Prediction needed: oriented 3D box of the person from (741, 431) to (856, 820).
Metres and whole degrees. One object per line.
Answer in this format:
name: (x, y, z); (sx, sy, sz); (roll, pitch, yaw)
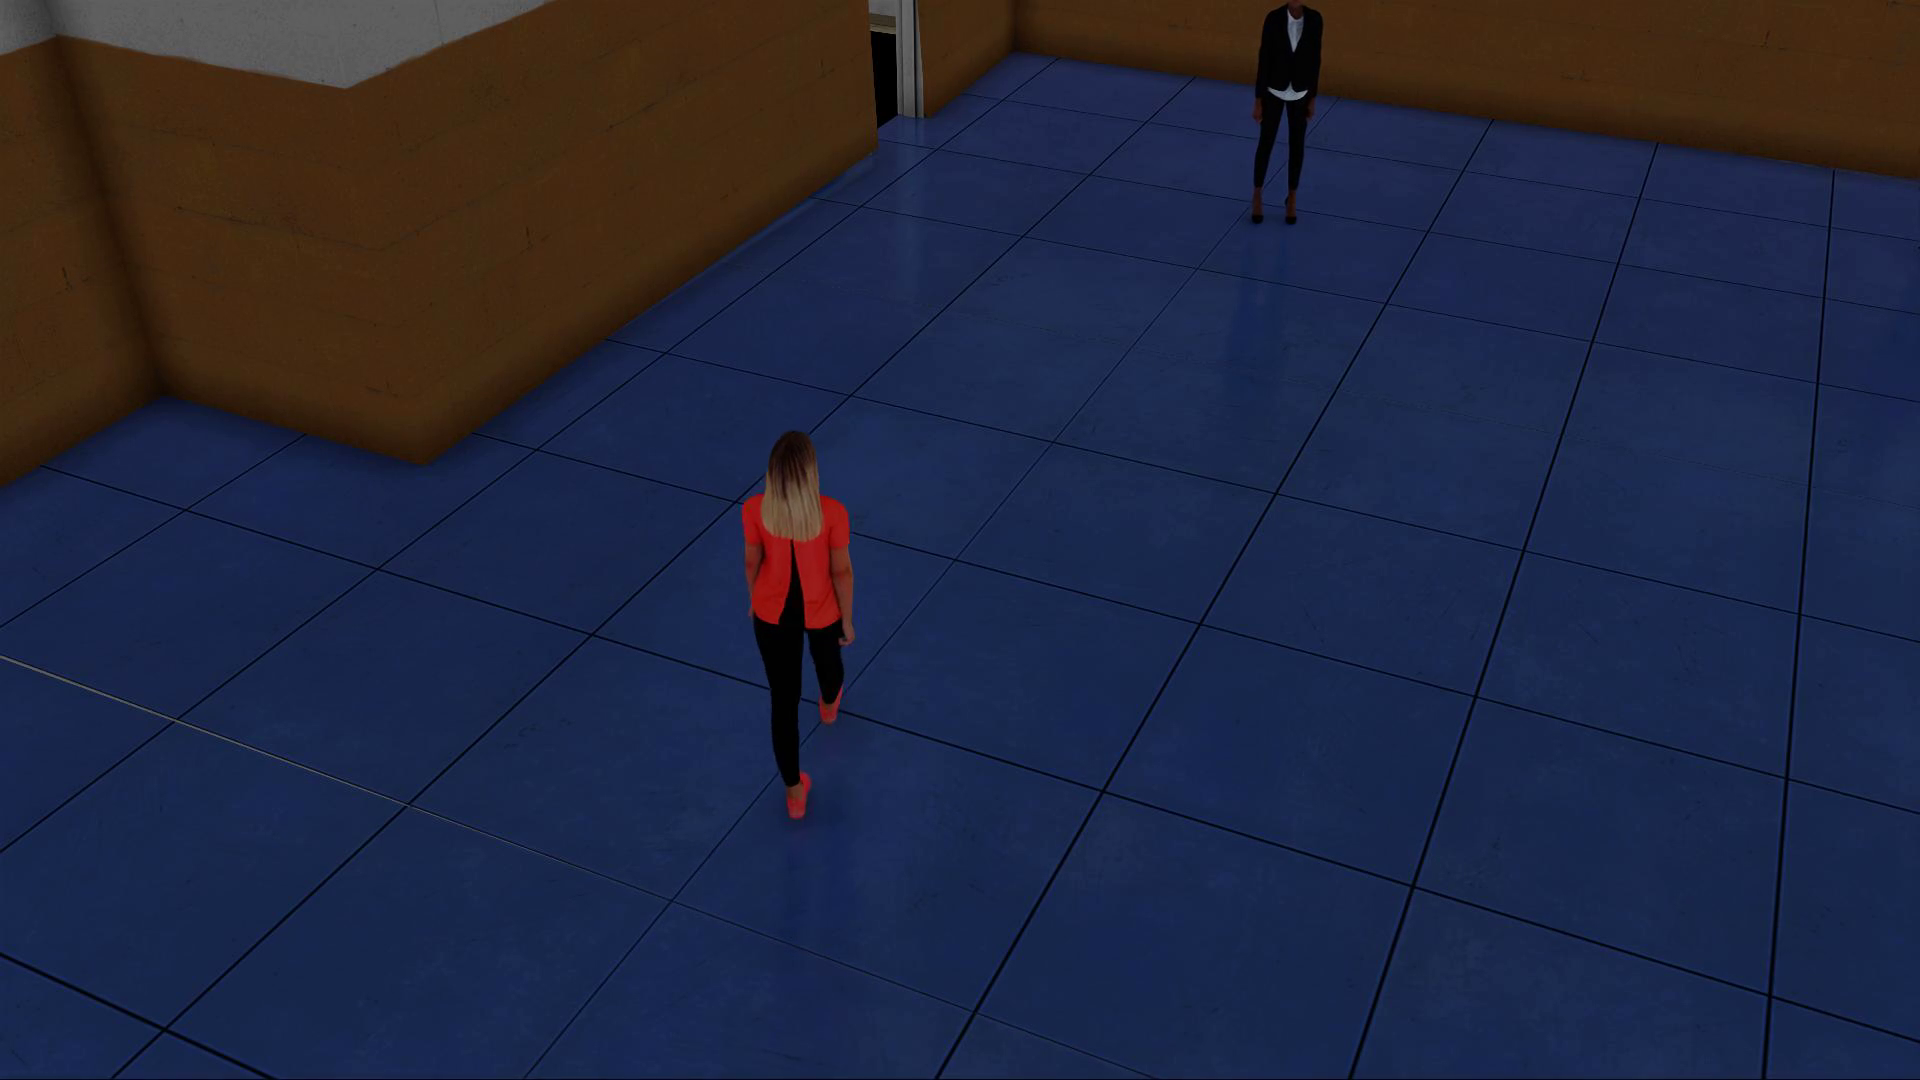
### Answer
person: (-0.663, 0.374, 6.746); (1.144, 1.646, 0.970); (1, 34, 1)

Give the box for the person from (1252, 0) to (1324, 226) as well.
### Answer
person: (2.318, -3.131, 11.849); (0.600, 1.830, 0.725); (2, 34, 2)
